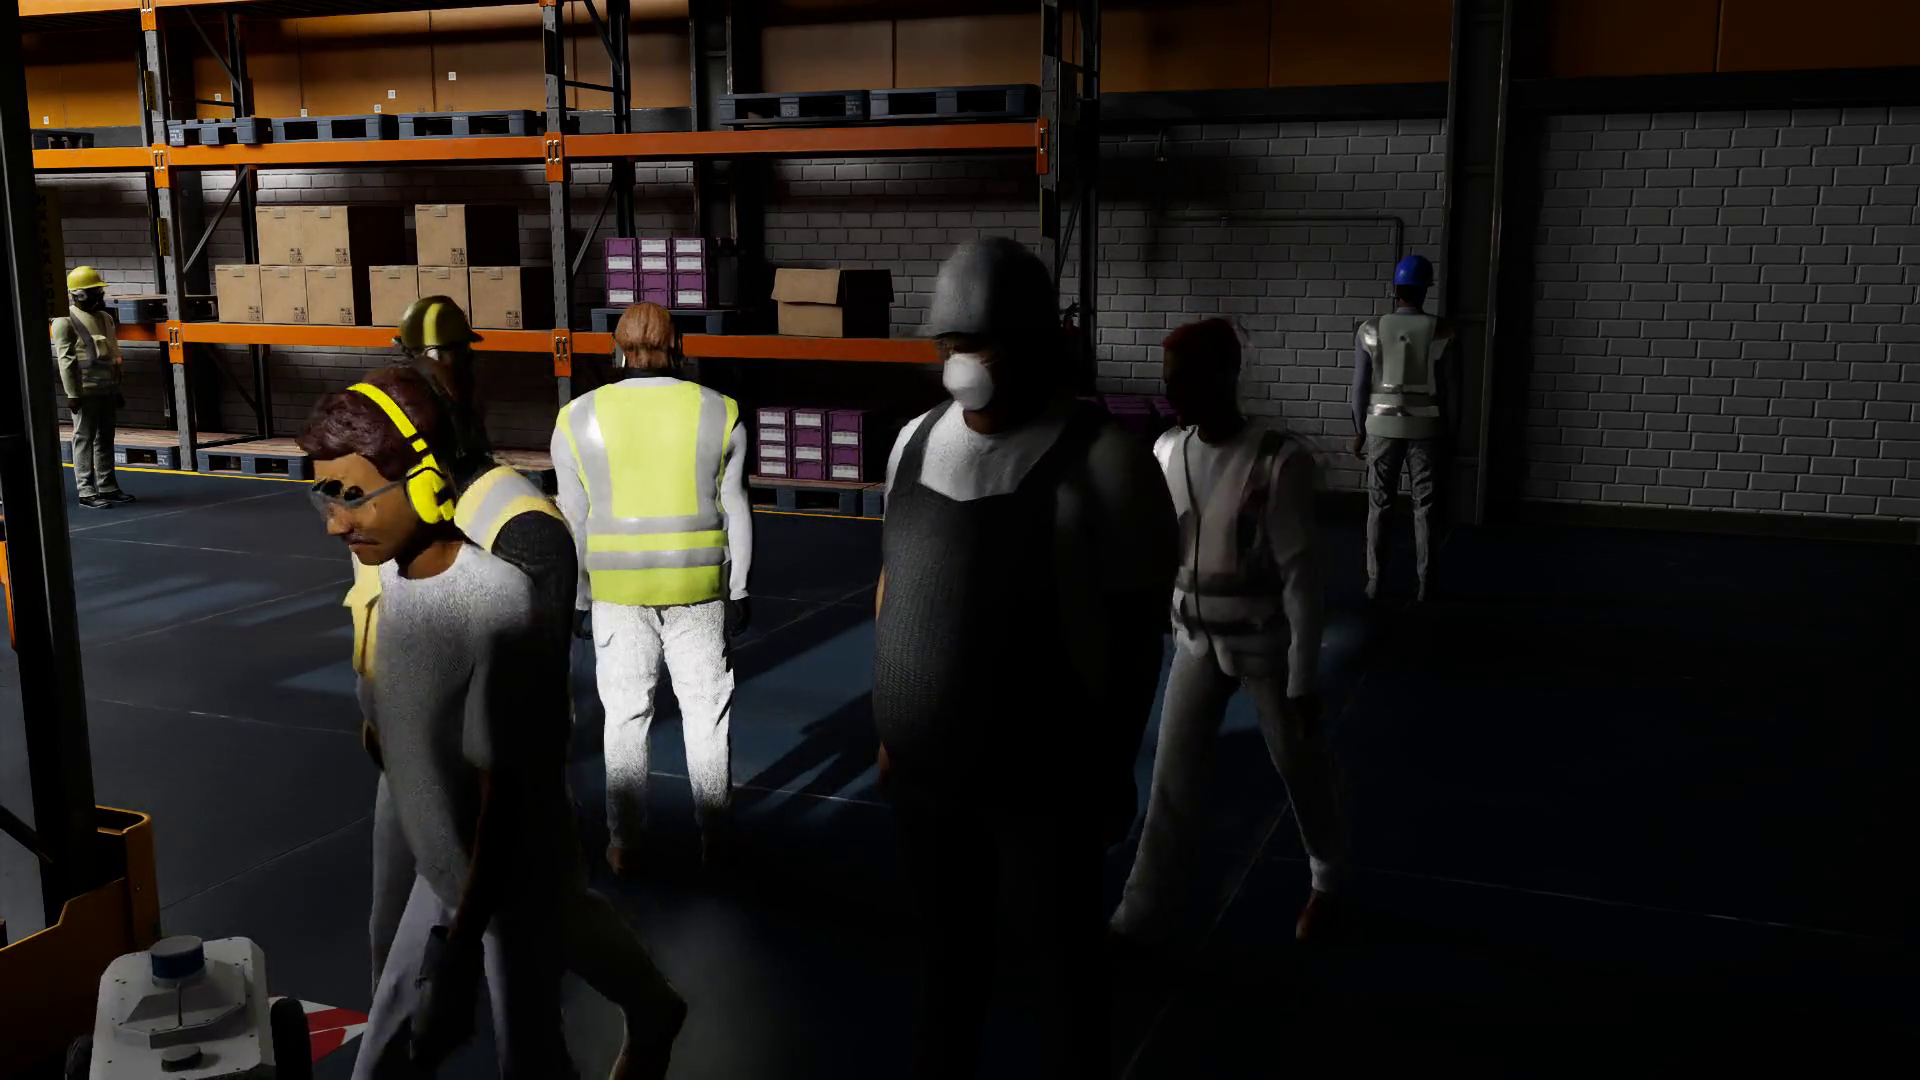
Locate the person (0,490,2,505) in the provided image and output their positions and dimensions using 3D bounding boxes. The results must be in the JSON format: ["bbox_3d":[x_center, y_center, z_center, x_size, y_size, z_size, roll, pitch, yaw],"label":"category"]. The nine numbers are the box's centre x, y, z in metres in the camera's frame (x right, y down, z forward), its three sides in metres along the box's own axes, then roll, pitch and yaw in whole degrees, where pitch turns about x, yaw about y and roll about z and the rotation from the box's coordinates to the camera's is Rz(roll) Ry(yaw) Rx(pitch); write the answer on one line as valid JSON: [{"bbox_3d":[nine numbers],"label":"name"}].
[{"bbox_3d":[-7.533,-1.086,12.834,0.310,1.636,0.523,-2,10,-9],"label":"person"}]

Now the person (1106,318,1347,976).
[{"bbox_3d":[0.771,0.300,4.630,1.019,1.830,0.653,-8,13,-39],"label":"person"}]

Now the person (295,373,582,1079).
[{"bbox_3d":[-0.897,0.631,2.771,0.845,1.815,0.579,-10,14,-43],"label":"person"}]

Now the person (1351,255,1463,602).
[{"bbox_3d":[2.515,-0.624,9.393,0.605,1.948,0.404,4,11,21],"label":"person"}]

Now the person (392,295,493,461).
[{"bbox_3d":[-1.828,0.053,5.936,0.404,1.832,0.601,2,10,10],"label":"person"}]

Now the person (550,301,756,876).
[{"bbox_3d":[-0.963,0.164,5.316,0.624,1.840,0.429,-2,10,-9],"label":"person"}]

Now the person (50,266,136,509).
[{"bbox_3d":[-6.604,-1.160,12.693,0.403,1.837,0.590,1,10,8],"label":"person"}]

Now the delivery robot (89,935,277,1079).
[{"bbox_3d":[-1.637,1.081,3.516,0.477,0.478,0.707,-5,11,-24],"label":"delivery robot"}]

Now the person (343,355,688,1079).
[{"bbox_3d":[-1.006,0.485,3.657,0.645,1.802,0.891,7,12,34],"label":"person"}]
